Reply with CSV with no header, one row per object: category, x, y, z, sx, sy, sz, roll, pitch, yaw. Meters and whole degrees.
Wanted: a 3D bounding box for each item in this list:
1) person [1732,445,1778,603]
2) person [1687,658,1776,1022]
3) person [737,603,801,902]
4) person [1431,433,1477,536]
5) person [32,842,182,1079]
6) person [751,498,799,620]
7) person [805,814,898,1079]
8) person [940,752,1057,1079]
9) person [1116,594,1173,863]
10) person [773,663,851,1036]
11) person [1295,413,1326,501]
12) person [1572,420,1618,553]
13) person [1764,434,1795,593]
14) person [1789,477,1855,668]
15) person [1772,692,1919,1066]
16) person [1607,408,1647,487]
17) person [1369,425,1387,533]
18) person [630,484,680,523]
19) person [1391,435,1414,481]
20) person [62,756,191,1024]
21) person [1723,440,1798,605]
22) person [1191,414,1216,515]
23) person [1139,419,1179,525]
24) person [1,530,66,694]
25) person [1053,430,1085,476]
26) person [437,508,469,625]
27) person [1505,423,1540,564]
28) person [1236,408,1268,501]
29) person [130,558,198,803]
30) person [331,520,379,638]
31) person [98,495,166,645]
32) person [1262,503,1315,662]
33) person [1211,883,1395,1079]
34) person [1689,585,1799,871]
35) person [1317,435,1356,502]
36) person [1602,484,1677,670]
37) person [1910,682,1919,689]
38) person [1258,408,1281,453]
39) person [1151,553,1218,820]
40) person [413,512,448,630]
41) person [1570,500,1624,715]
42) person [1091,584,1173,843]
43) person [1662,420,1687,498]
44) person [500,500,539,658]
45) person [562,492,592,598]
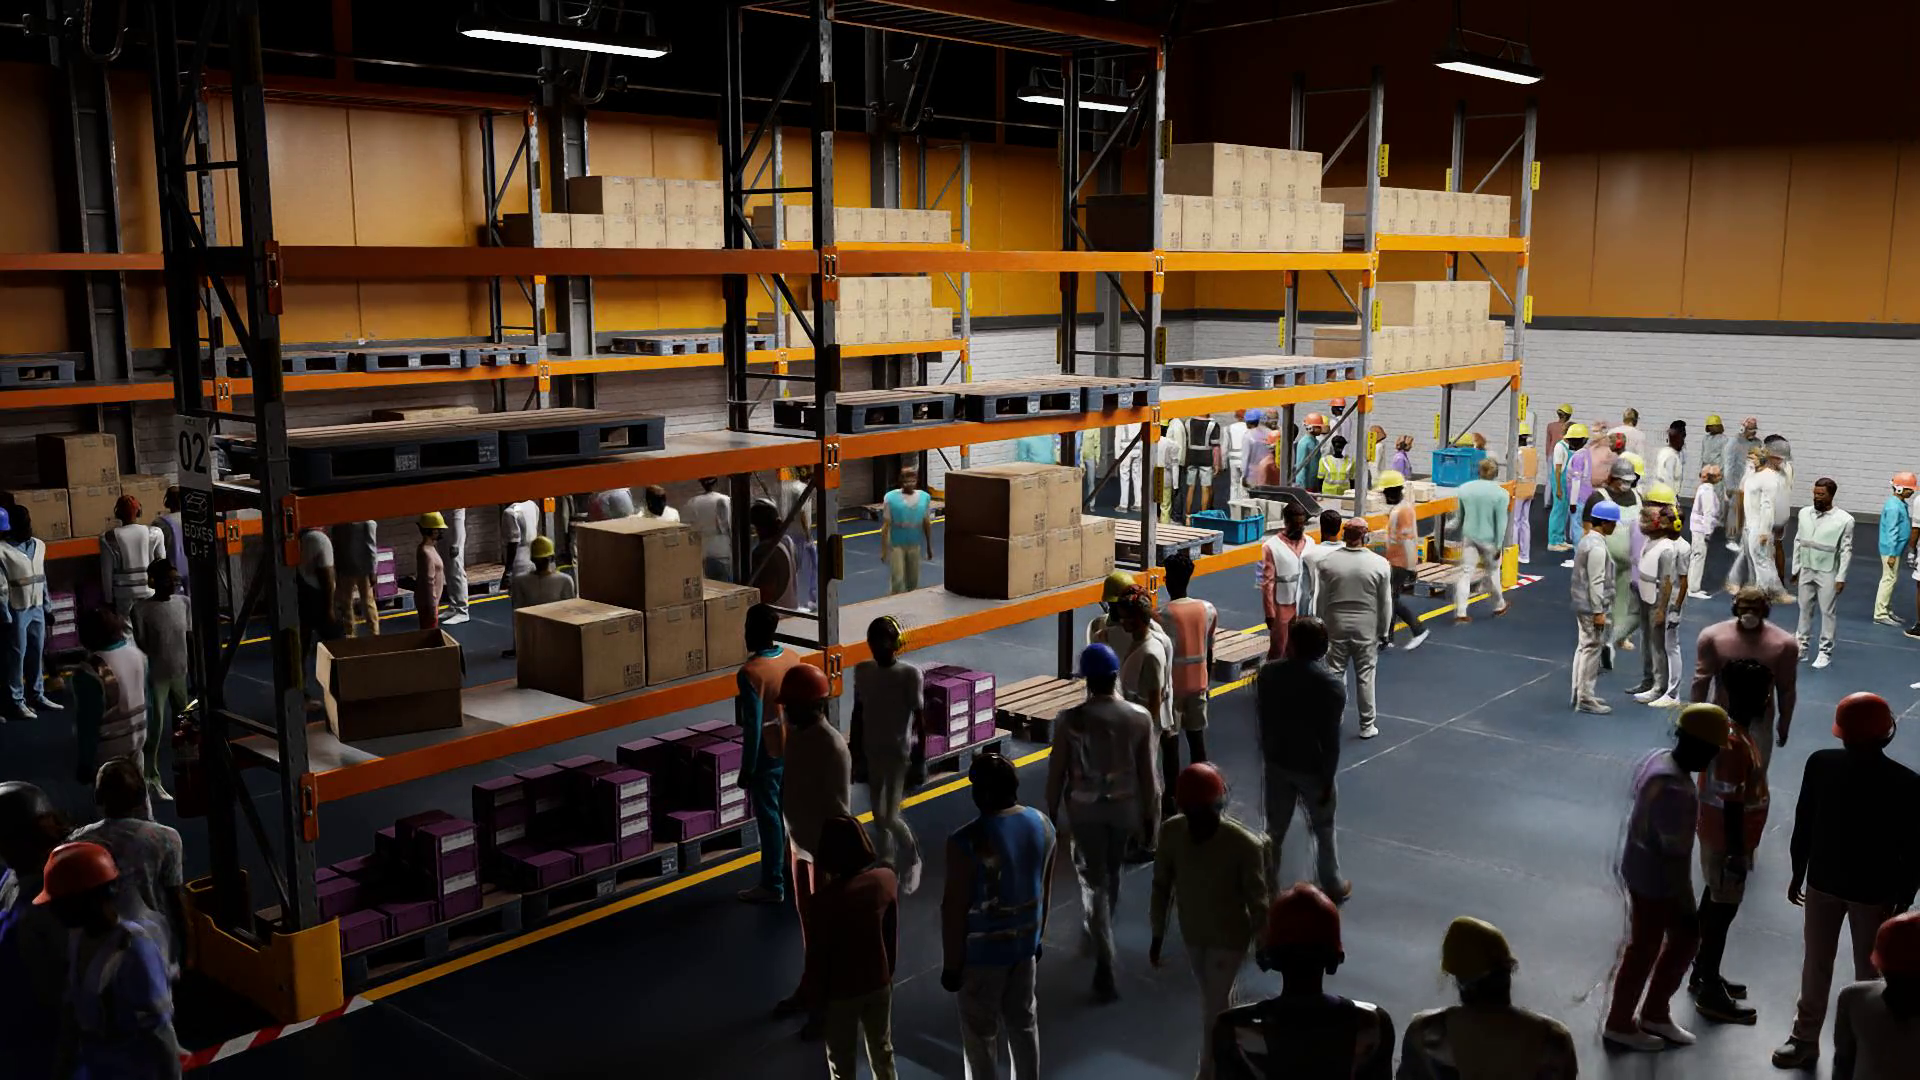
person,9.366,-0.155,19.539,0.356,1.933,0.628,1,10,9
person,4.169,1.592,8.999,0.361,1.964,0.613,3,10,18
person,-1.207,1.350,10.588,0.399,1.920,0.590,5,11,26
person,6.892,-0.637,23.062,0.745,1.716,0.483,0,10,2
person,-3.287,2.074,6.388,0.558,1.872,1.035,9,13,43
person,-1.685,0.642,14.453,0.536,2.000,0.683,3,10,15
person,-0.477,2.022,7.456,0.499,1.629,0.290,-8,13,-41
person,0.158,1.880,7.696,0.619,1.836,0.431,-8,13,-41
person,1.241,1.271,11.298,0.391,1.838,0.563,-1,10,-6
person,-0.784,1.617,8.808,0.410,1.984,0.617,-5,11,-29
person,4.860,-0.778,23.102,0.406,1.986,0.618,6,11,31
person,8.806,-0.713,23.024,0.602,1.879,0.636,-6,11,-31
person,10.021,-0.330,20.532,0.608,1.955,0.376,-7,12,-36
person,8.650,0.322,16.726,0.391,1.920,0.587,-5,11,-28
person,4.405,1.711,8.236,0.392,1.986,0.610,-7,12,-37
person,9.736,-0.961,24.328,0.352,1.937,0.635,-6,11,-34
person,6.270,-0.914,25.000,0.297,1.627,0.499,4,10,21
person,-3.231,0.279,17.382,0.932,1.801,0.655,9,13,42
person,6.245,-0.682,23.579,0.324,1.631,0.524,2,10,14
person,-3.798,1.892,7.615,0.513,1.842,0.356,-3,10,-18
person,9.652,-0.283,19.975,0.719,2.000,1.055,-6,11,-32
person,3.878,-1.304,26.413,0.385,1.929,0.543,-2,10,-13
person,2.823,-0.824,23.571,0.588,1.919,0.396,5,11,26
person,-8.851,0.665,15.479,0.884,1.642,0.538,-6,11,-32
person,1.659,-1.147,25.123,0.608,2.045,0.391,-8,12,-39
person,-5.768,-0.002,18.702,0.401,1.904,0.650,-5,11,-28
person,7.507,-0.615,22.340,0.594,1.913,0.399,-6,11,-34
person,4.337,-0.980,24.455,0.621,1.930,0.571,-9,13,-42
person,-5.993,1.047,12.590,0.330,1.861,0.506,5,11,29
person,-6.342,0.299,17.389,0.569,1.742,0.354,3,10,18
person,-7.794,0.506,15.732,0.575,1.885,0.355,-7,12,-36
person,2.977,0.599,15.117,0.597,1.909,0.405,-6,11,-33
person,1.117,2.134,5.539,0.606,2.044,0.373,-1,10,-3
person,5.263,1.252,11.228,0.637,1.902,0.861,5,11,29
person,5.183,-0.604,22.930,0.532,1.693,0.319,1,10,4
person,6.721,0.396,16.326,0.720,1.903,0.593,-4,10,-23
person,9.256,0.600,15.590,0.308,1.744,0.485,-2,10,-11
person,4.640,-1.037,24.922,0.655,1.897,0.402,-5,11,-30
person,1.592,1.067,12.138,0.608,1.966,0.374,-5,11,-29
person,-4.946,0.591,15.605,0.343,1.756,0.518,-3,10,-19
person,5.740,0.599,15.049,0.421,1.931,0.619,2,10,15
person,1.178,1.230,11.434,0.575,1.880,0.357,4,10,23
person,10.785,-0.977,25.170,0.537,1.694,0.320,-8,12,-38
person,-4.540,0.232,17.121,0.367,1.966,0.606,1,10,8
person,-4.508,-0.083,19.984,0.522,1.636,0.309,-1,10,-9
